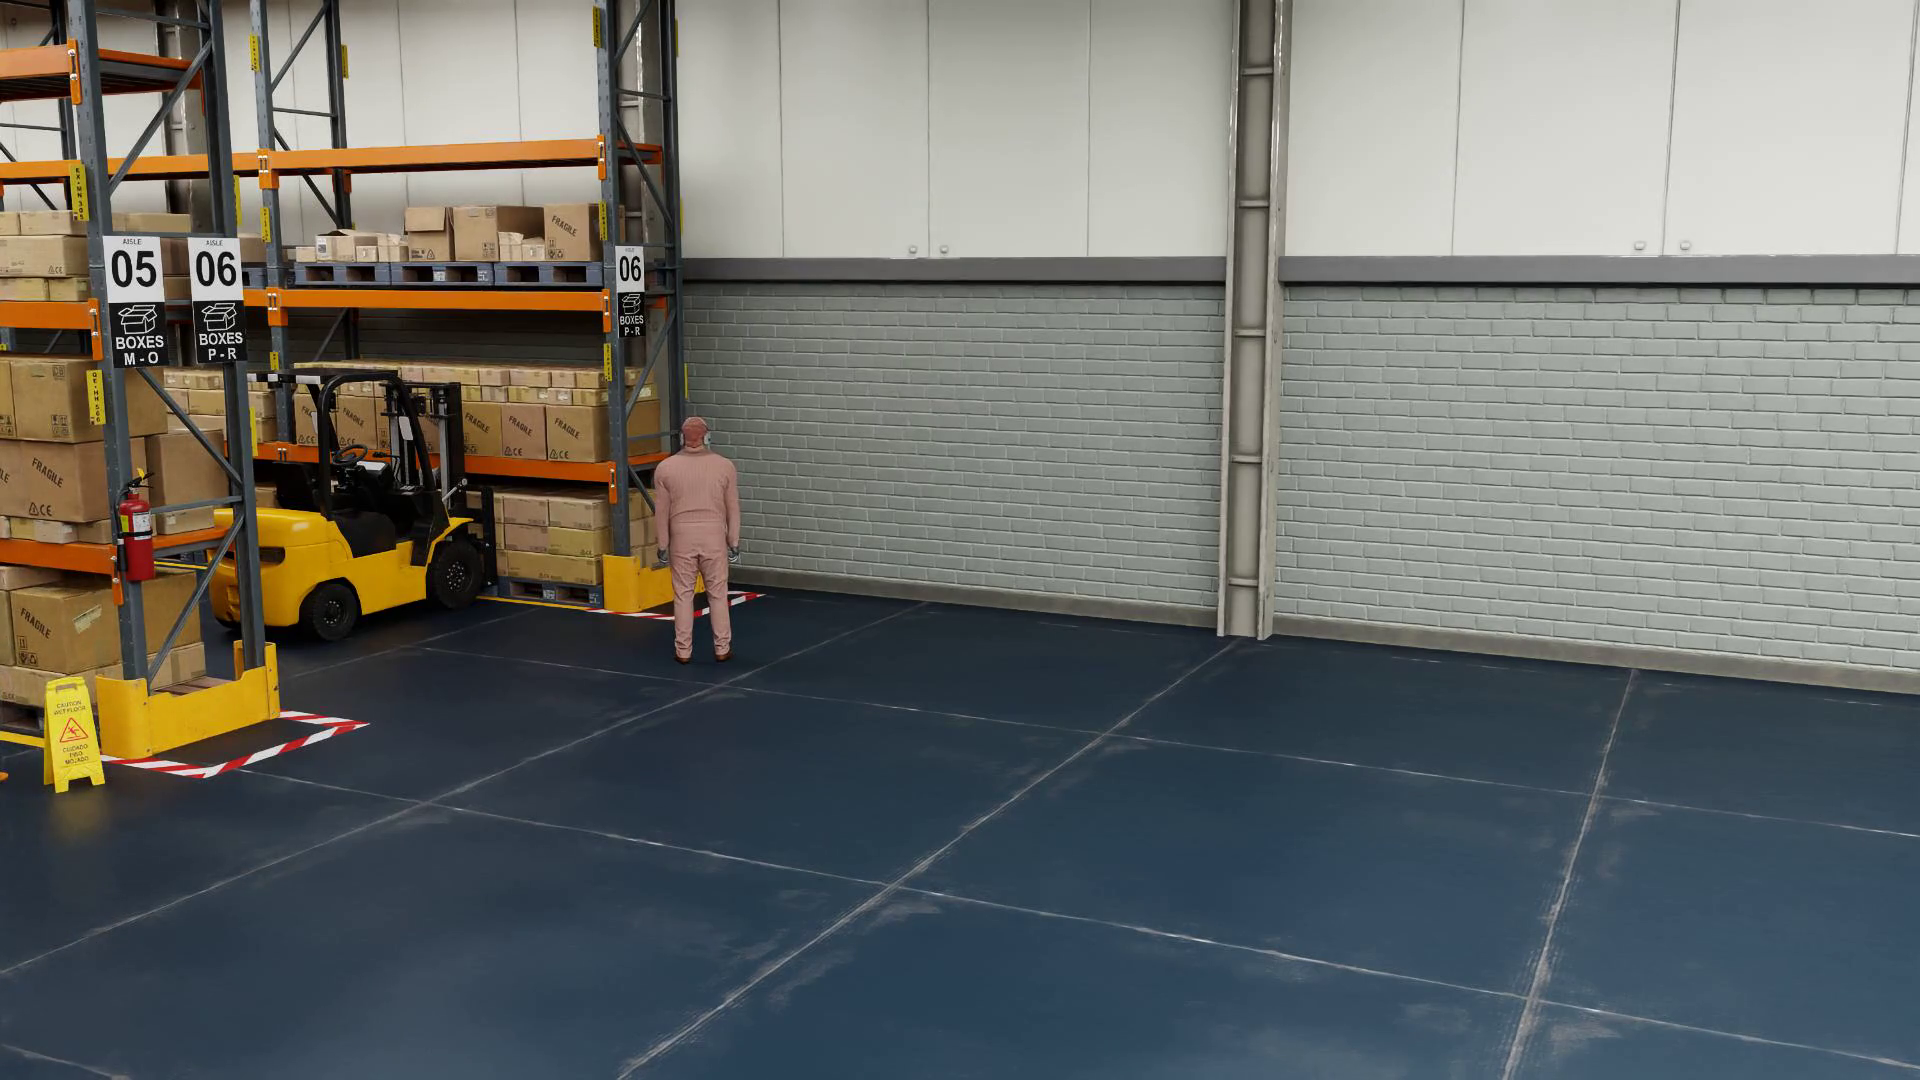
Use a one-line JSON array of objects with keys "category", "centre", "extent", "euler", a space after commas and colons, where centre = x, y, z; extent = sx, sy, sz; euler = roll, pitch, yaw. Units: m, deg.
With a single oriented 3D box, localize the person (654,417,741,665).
[{"category": "person", "centre": [-2.016, 0.006, 12.804], "extent": [0.651, 1.904, 0.403], "euler": [-2, 9, -10]}]
